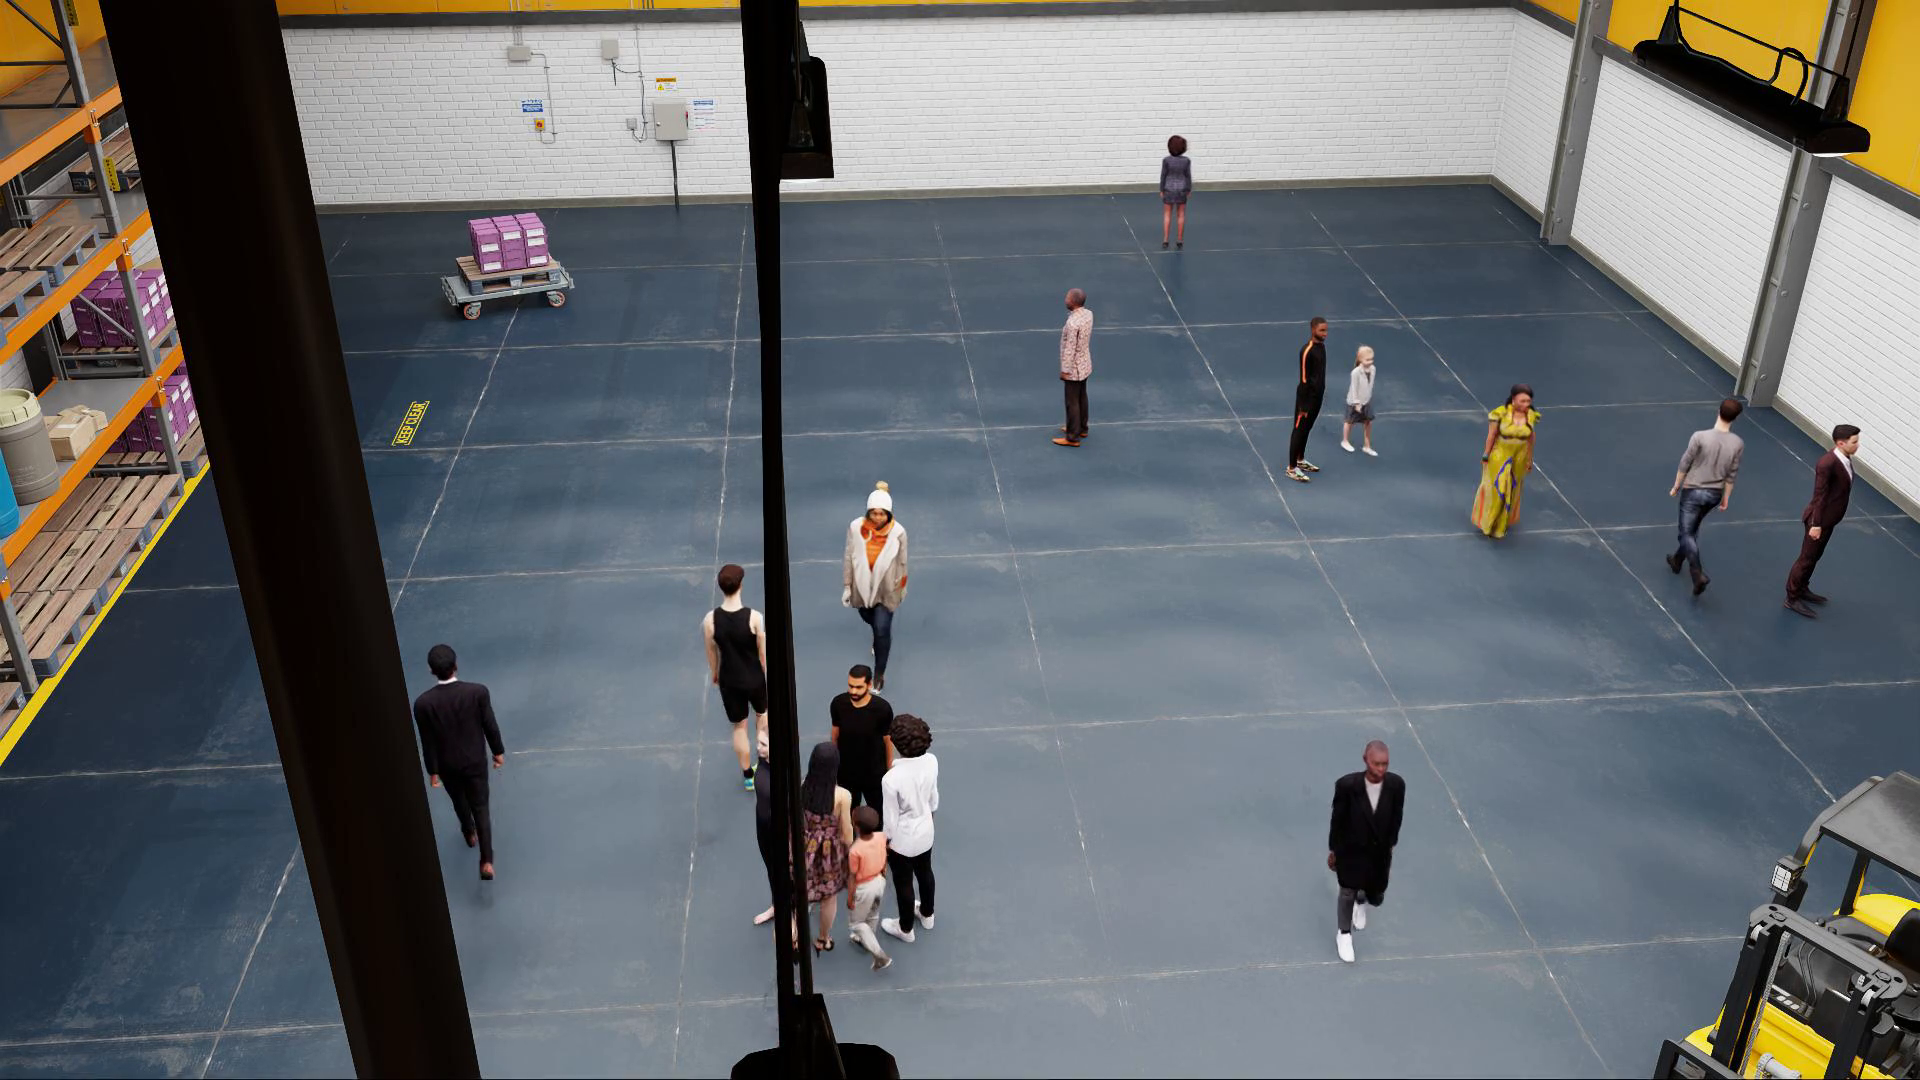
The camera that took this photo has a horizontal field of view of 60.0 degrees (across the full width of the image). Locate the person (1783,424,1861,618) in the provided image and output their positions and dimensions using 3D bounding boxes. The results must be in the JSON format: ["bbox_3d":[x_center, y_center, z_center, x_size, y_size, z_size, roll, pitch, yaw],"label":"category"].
[{"bbox_3d":[7.966,-0.220,15.364,0.833,1.866,0.771,21,35,34],"label":"person"}]

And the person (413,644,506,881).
[{"bbox_3d":[-3.587,1.628,11.991,0.964,1.851,1.282,-11,30,-19],"label":"person"}]

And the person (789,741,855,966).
[{"bbox_3d":[-0.944,2.175,11.085,0.839,1.759,0.950,10,30,18],"label":"person"}]

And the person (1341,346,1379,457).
[{"bbox_3d":[4.396,-1.576,18.483,0.601,1.259,0.745,-11,31,-19],"label":"person"}]

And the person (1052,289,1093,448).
[{"bbox_3d":[1.303,-1.939,18.580,0.831,1.804,0.708,12,31,21],"label":"person"}]

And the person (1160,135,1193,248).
[{"bbox_3d":[3.178,-5.133,24.541,0.651,1.702,0.599,2,29,4],"label":"person"}]

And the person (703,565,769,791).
[{"bbox_3d":[-1.710,1.128,12.894,0.764,1.864,0.875,2,29,4],"label":"person"}]

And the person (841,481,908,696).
[{"bbox_3d":[-0.711,0.322,14.385,0.927,1.851,1.279,6,29,12],"label":"person"}]

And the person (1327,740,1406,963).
[{"bbox_3d":[2.716,2.047,11.331,0.680,1.748,0.800,0,29,0],"label":"person"}]

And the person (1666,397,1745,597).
[{"bbox_3d":[7.007,-0.380,15.656,0.748,1.868,1.169,-1,29,-2],"label":"person"}]

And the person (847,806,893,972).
[{"bbox_3d":[-0.604,2.357,11.227,0.720,1.304,0.822,-23,36,-35],"label":"person"}]

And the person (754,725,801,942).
[{"bbox_3d":[-1.252,1.986,11.439,0.730,1.752,0.656,-22,36,-35],"label":"person"}]

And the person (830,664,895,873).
[{"bbox_3d":[-0.706,1.646,12.055,0.685,1.758,0.656,6,29,11],"label":"person"}]

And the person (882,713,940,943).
[{"bbox_3d":[-0.340,1.971,11.406,0.731,1.810,0.767,-24,37,-36],"label":"person"}]

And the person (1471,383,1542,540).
[{"bbox_3d":[5.482,-0.855,16.762,0.752,1.642,0.955,-4,29,-7],"label":"person"}]

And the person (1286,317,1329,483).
[{"bbox_3d":[3.736,-1.537,17.839,0.765,1.808,0.685,18,33,29],"label":"person"}]
